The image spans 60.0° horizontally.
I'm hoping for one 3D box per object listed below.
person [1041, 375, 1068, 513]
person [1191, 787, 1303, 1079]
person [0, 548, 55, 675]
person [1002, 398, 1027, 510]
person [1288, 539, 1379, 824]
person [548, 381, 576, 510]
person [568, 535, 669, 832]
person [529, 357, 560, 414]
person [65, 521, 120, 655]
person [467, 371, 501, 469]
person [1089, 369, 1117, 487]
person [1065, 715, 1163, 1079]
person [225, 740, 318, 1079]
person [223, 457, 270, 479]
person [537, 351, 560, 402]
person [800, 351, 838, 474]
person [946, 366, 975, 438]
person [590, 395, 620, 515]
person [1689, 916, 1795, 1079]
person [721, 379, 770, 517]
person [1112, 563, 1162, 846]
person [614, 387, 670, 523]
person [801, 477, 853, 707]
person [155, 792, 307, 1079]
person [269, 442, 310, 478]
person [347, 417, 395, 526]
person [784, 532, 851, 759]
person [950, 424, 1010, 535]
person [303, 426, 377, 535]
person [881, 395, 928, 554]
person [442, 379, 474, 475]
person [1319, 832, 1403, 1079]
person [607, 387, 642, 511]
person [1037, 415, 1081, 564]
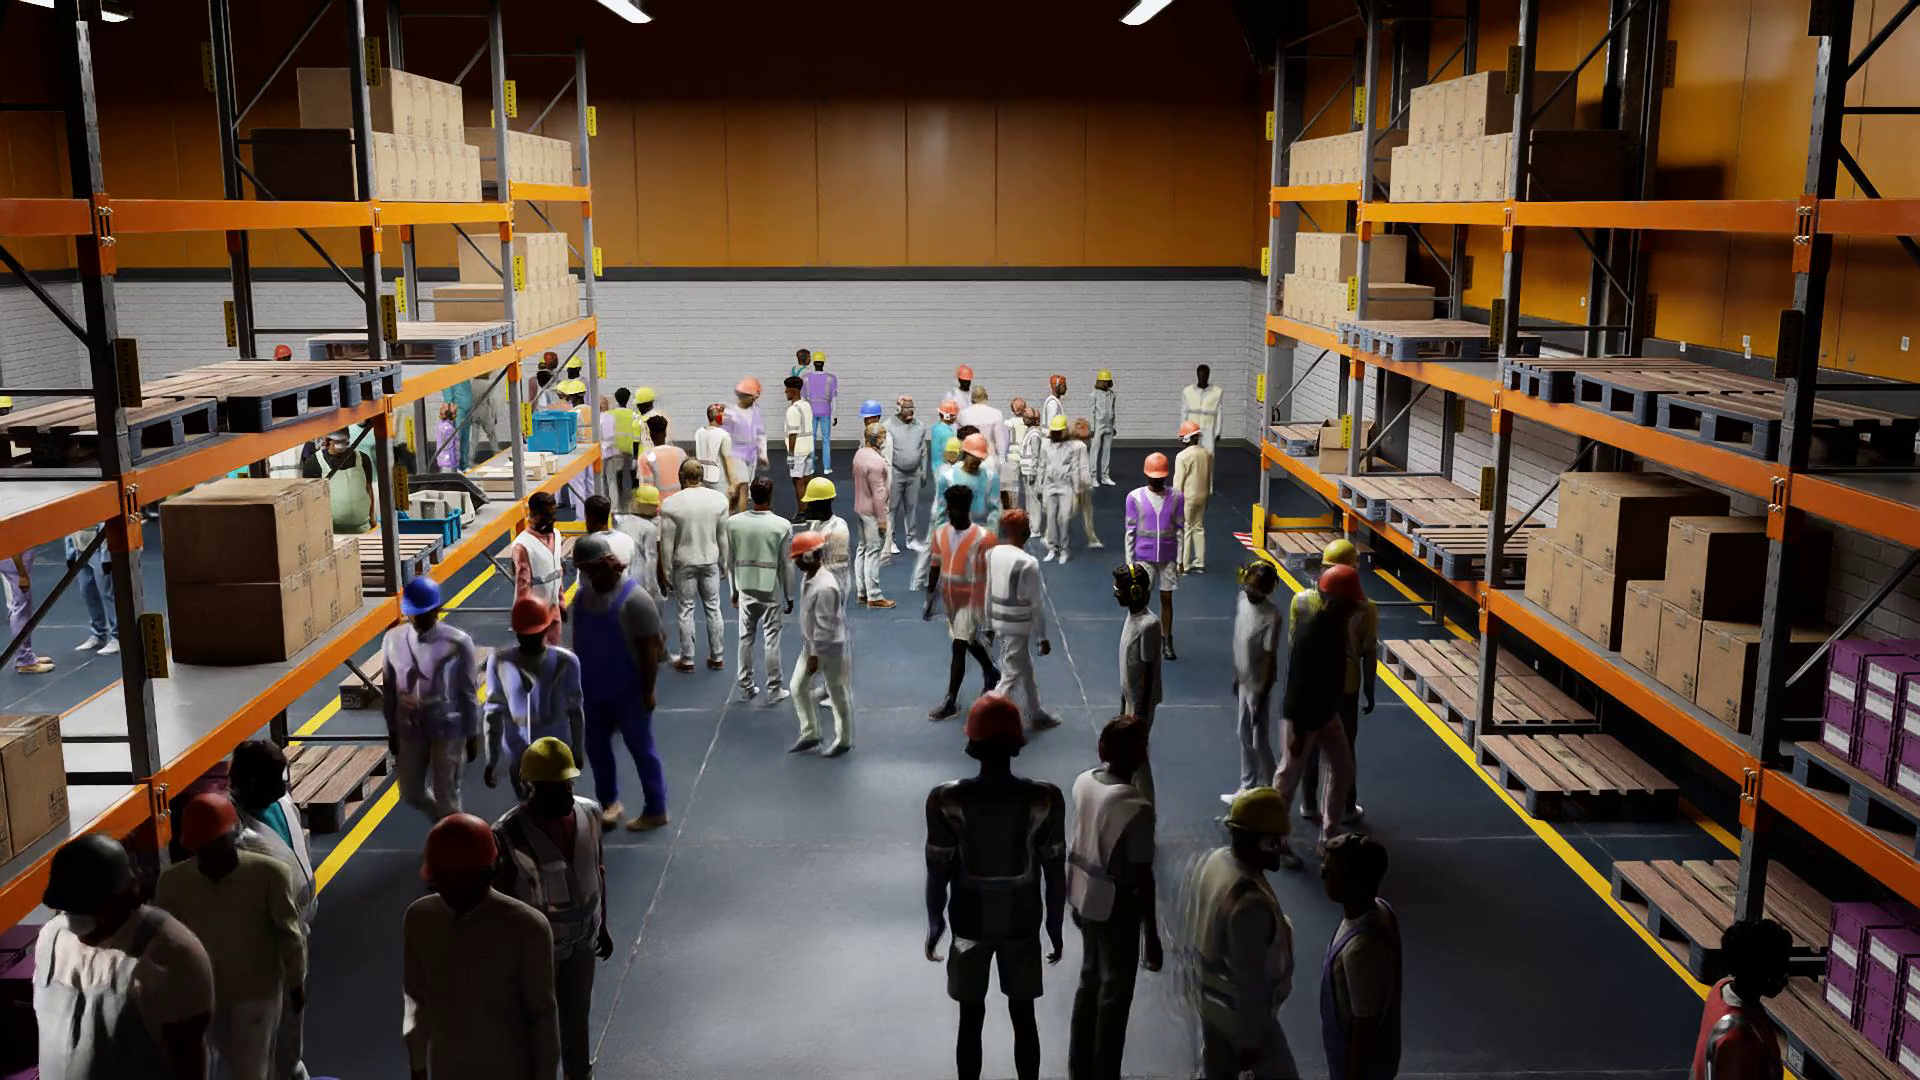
[{"bbox_3d":[1.277,-1.311,22.633,0.355,1.876,0.574,1,11,3],"label":"person"},{"bbox_3d":[1.244,1.884,6.806,0.665,1.796,0.587,-2,11,-10],"label":"person"},{"bbox_3d":[-8.330,0.271,14.763,0.341,1.845,0.511,-7,13,-31],"label":"person"},{"bbox_3d":[0.778,-1.057,21.941,0.520,1.639,0.312,-5,13,-25],"label":"person"},{"bbox_3d":[2.504,0.945,11.182,0.594,1.924,0.382,5,12,24],"label":"person"},{"bbox_3d":[-5.411,-1.299,22.838,0.526,1.768,0.331,5,12,25],"label":"person"},{"bbox_3d":[-2.296,0.916,11.039,0.701,2.000,0.543,7,13,30],"label":"person"},{"bbox_3d":[-6.662,-2.077,26.775,0.532,1.754,0.341,0,11,-1],"label":"person"},{"bbox_3d":[-8.031,0.114,15.408,0.589,1.908,0.406,6,13,29],"label":"person"},{"bbox_3d":[-7.592,-2.002,26.583,0.529,1.680,0.787,4,12,21],"label":"person"},{"bbox_3d":[2.136,-1.666,24.734,0.493,1.743,0.297,-8,14,-34],"label":"person"},{"bbox_3d":[0.692,1.712,7.600,0.409,1.829,0.627,-6,13,-26],"label":"person"},{"bbox_3d":[-3.067,1.758,7.358,0.429,1.831,0.639,1,11,3],"label":"person"},{"bbox_3d":[-7.706,-0.388,18.055,0.570,1.849,0.380,3,12,12],"label":"person"},{"bbox_3d":[-6.439,-2.024,26.172,0.337,1.883,0.584,-9,14,-37],"label":"person"},{"bbox_3d":[-2.188,-1.977,25.867,0.588,1.919,0.401,0,11,2],"label":"person"},{"bbox_3d":[0.123,-1.498,23.498,0.548,1.907,0.842,-6,13,-28],"label":"person"},{"bbox_3d":[-4.865,-1.143,22.416,0.609,1.620,0.539,7,13,31],"label":"person"},{"bbox_3d":[2.709,2.121,5.852,0.318,1.698,0.539,4,12,20],"label":"person"},{"bbox_3d":[-2.770,-1.063,21.159,1.066,1.989,0.597,10,15,42],"label":"person"},{"bbox_3d":[1.135,1.065,10.771,0.336,1.856,0.530,-1,11,-7],"label":"person"},{"bbox_3d":[-3.962,-1.037,21.289,1.011,1.849,0.621,4,12,19],"label":"person"},{"bbox_3d":[-1.110,0.427,13.809,0.400,1.918,0.589,-6,13,-27],"label":"person"},{"bbox_3d":[-3.091,1.898,6.942,0.593,1.708,0.863,0,11,-2],"label":"person"},{"bbox_3d":[-7.756,-0.606,19.157,0.564,1.847,0.396,-5,12,-24],"label":"person"},{"bbox_3d":[-6.852,-0.666,19.245,0.627,1.934,0.372,0,11,-2],"label":"person"},{"bbox_3d":[-1.089,0.797,12.426,0.606,1.715,0.590,-6,13,-28],"label":"person"},{"bbox_3d":[0.179,-0.230,17.090,0.634,1.913,0.882,-7,13,-31],"label":"person"},{"bbox_3d":[-6.202,-0.223,16.752,0.689,2.000,0.537,-8,14,-35],"label":"person"},{"bbox_3d":[-0.664,-0.788,19.953,0.648,1.902,0.400,-6,13,-29],"label":"person"},{"bbox_3d":[-7.688,-1.922,25.608,0.408,1.906,0.652,2,12,12],"label":"person"},{"bbox_3d":[1.477,1.975,6.222,0.328,1.844,0.511,4,12,19],"label":"person"},{"bbox_3d":[-4.570,-1.232,22.679,0.535,1.697,0.318,-3,12,-15],"label":"person"},{"bbox_3d":[1.152,-0.591,19.370,0.523,1.741,0.352,4,12,19],"label":"person"}]
